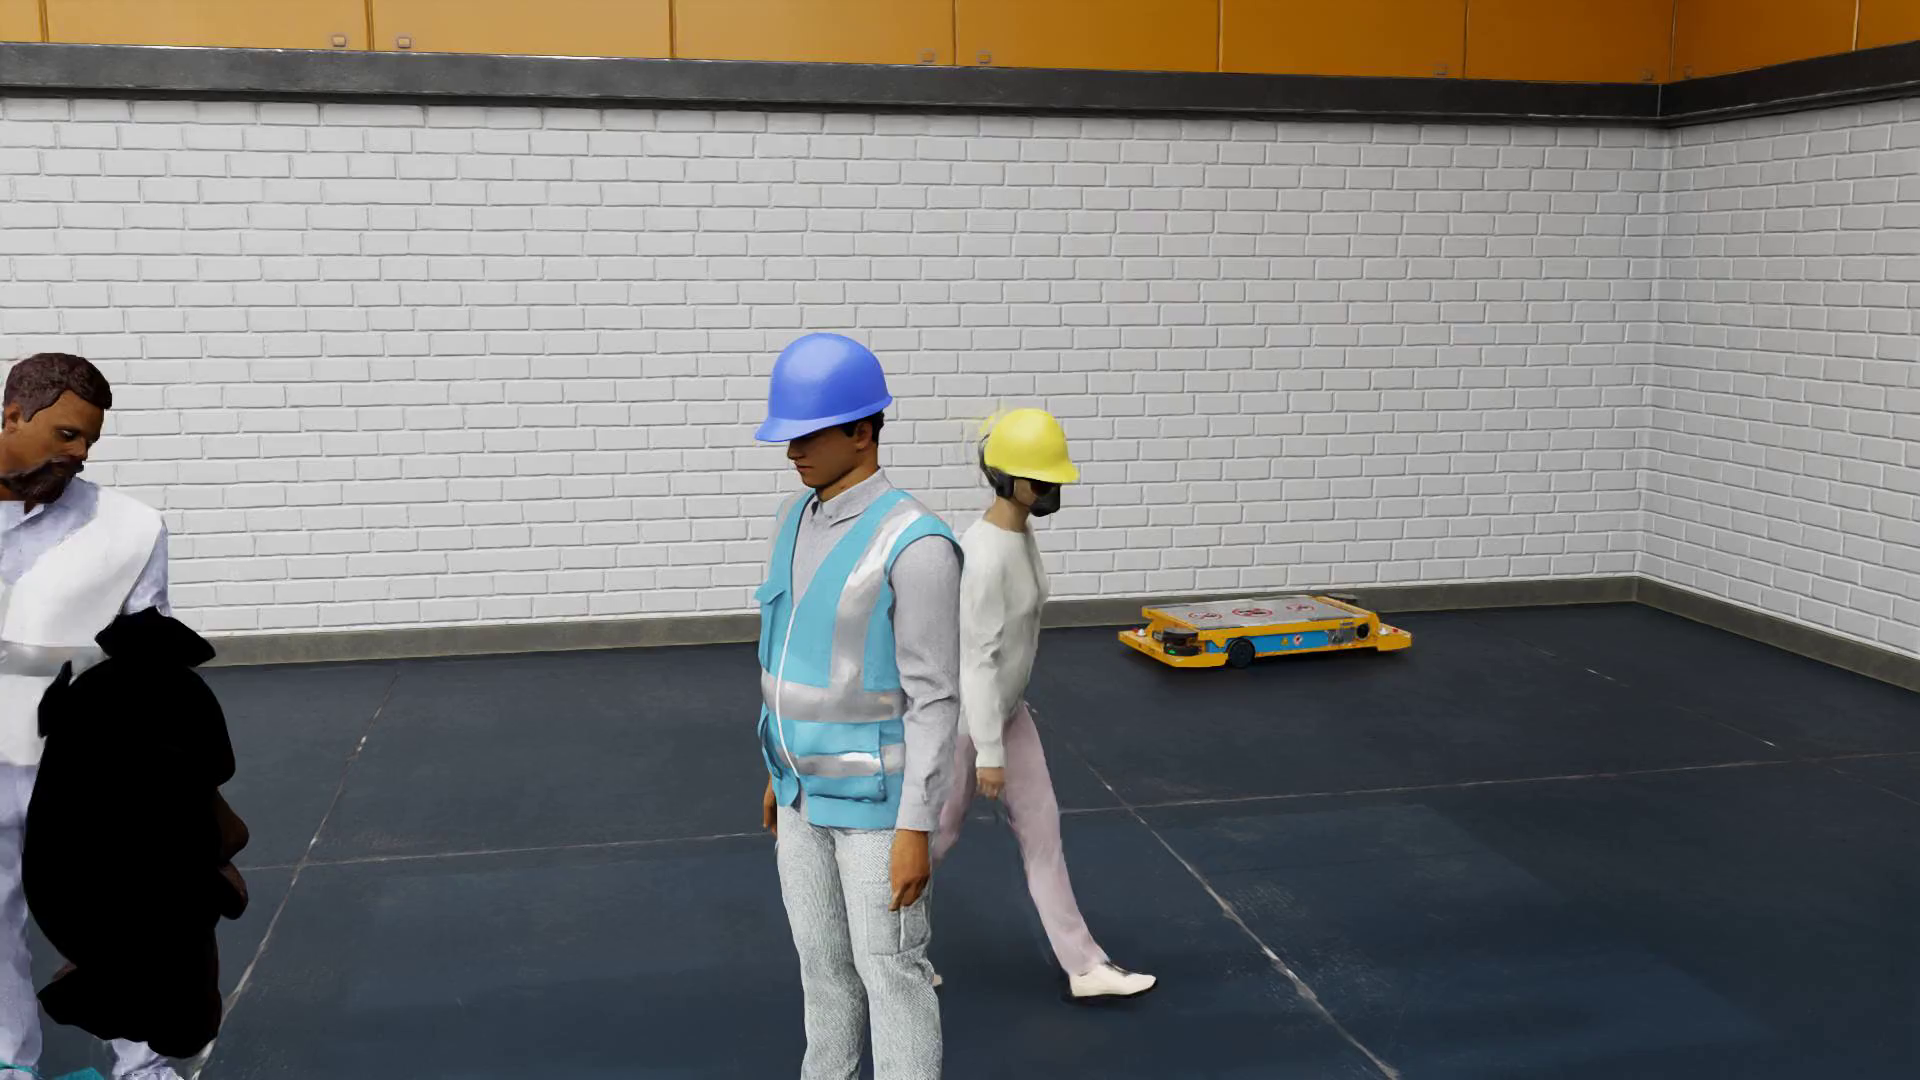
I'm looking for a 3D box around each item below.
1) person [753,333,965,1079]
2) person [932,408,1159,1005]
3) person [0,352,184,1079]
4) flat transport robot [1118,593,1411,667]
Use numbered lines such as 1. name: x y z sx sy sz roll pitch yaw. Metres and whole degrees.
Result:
1. person: -0.242 0.532 3.547 0.398 1.939 0.602 -7 12 -38
2. person: 0.096 0.476 4.589 0.913 1.692 0.587 3 10 18
3. person: -2.086 0.524 3.779 0.703 1.884 0.364 -4 10 -21
4. flat transport robot: 1.640 0.474 8.965 1.431 0.197 0.652 -3 10 -20
